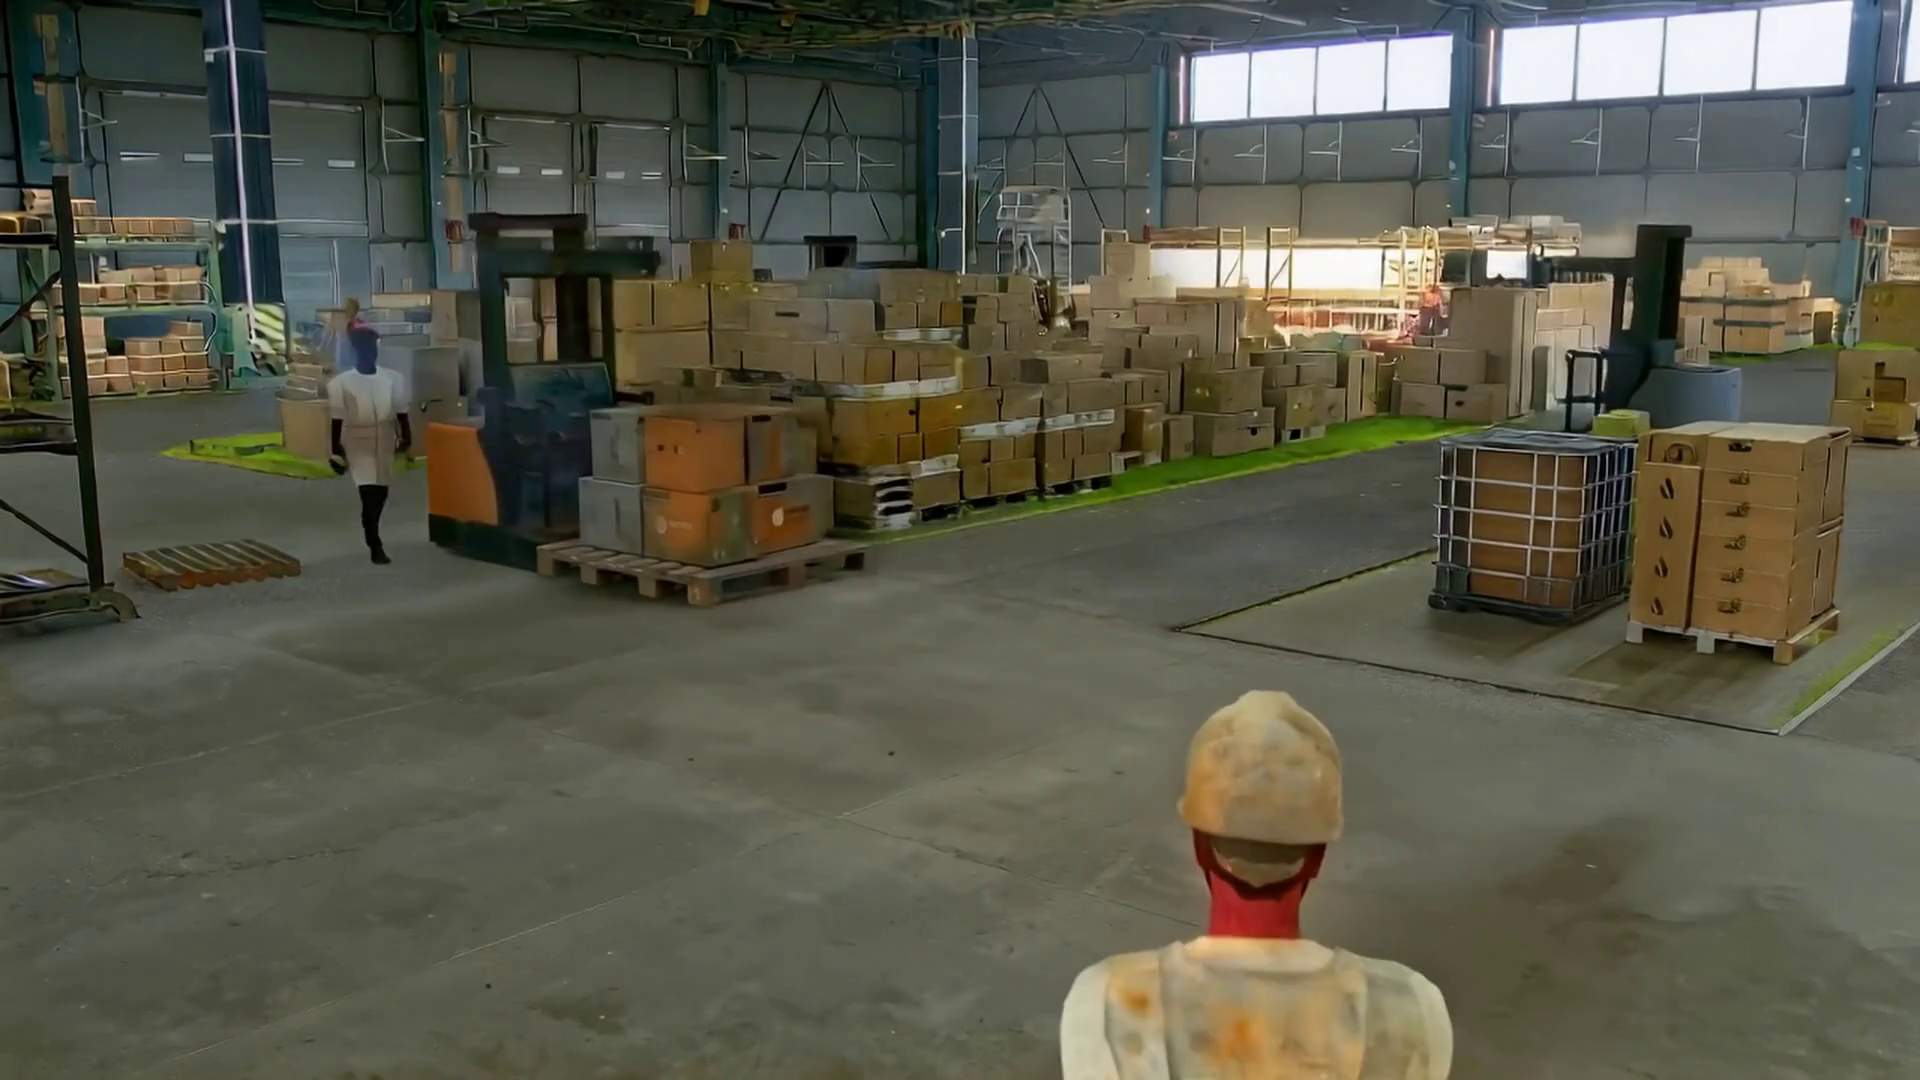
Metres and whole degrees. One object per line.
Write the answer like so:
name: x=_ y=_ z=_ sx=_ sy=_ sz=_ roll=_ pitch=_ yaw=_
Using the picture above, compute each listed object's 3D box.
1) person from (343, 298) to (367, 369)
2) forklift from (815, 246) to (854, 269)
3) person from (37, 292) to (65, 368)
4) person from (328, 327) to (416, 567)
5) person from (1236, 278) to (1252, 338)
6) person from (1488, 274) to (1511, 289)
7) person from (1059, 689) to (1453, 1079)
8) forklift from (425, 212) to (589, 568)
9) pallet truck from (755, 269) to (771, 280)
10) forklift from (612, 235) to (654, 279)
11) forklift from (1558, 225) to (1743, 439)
person: x=-9.055 y=-2.752 z=25.119 sx=0.916 sy=1.813 sz=0.521 roll=-8 pitch=13 yaw=-37
forklift: x=-2.844 y=-5.557 z=38.030 sx=1.129 sy=2.768 sz=1.873 roll=1 pitch=10 yaw=3
person: x=-17.009 y=-3.880 z=31.171 sx=0.544 sy=1.936 sz=0.359 roll=4 pitch=11 yaw=23
person: x=-4.838 y=-0.785 z=13.612 sx=0.606 sy=1.927 sz=0.953 roll=-8 pitch=13 yaw=-39
person: x=5.987 y=-4.670 z=35.733 sx=0.571 sy=1.923 sz=0.554 roll=4 pitch=11 yaw=23
person: x=12.827 y=-5.372 z=39.675 sx=0.627 sy=1.934 sz=0.372 roll=1 pitch=10 yaw=3
person: x=0.410 y=1.167 z=2.431 sx=0.551 sy=1.935 sz=0.366 roll=0 pitch=10 yaw=2
forklift: x=-3.502 y=-1.285 z=13.706 sx=1.873 sy=2.768 sz=1.129 roll=8 pitch=13 yaw=40
pallet truck: x=-4.996 y=-6.432 z=45.525 sx=1.885 sy=1.965 sz=0.823 roll=-6 pitch=12 yaw=-32
forklift: x=-7.300 y=-5.450 z=37.421 sx=1.873 sy=2.768 sz=1.129 roll=8 pitch=13 yaw=40
forklift: x=8.632 y=-2.497 z=20.609 sx=1.873 sy=2.768 sz=1.129 roll=8 pitch=13 yaw=40
